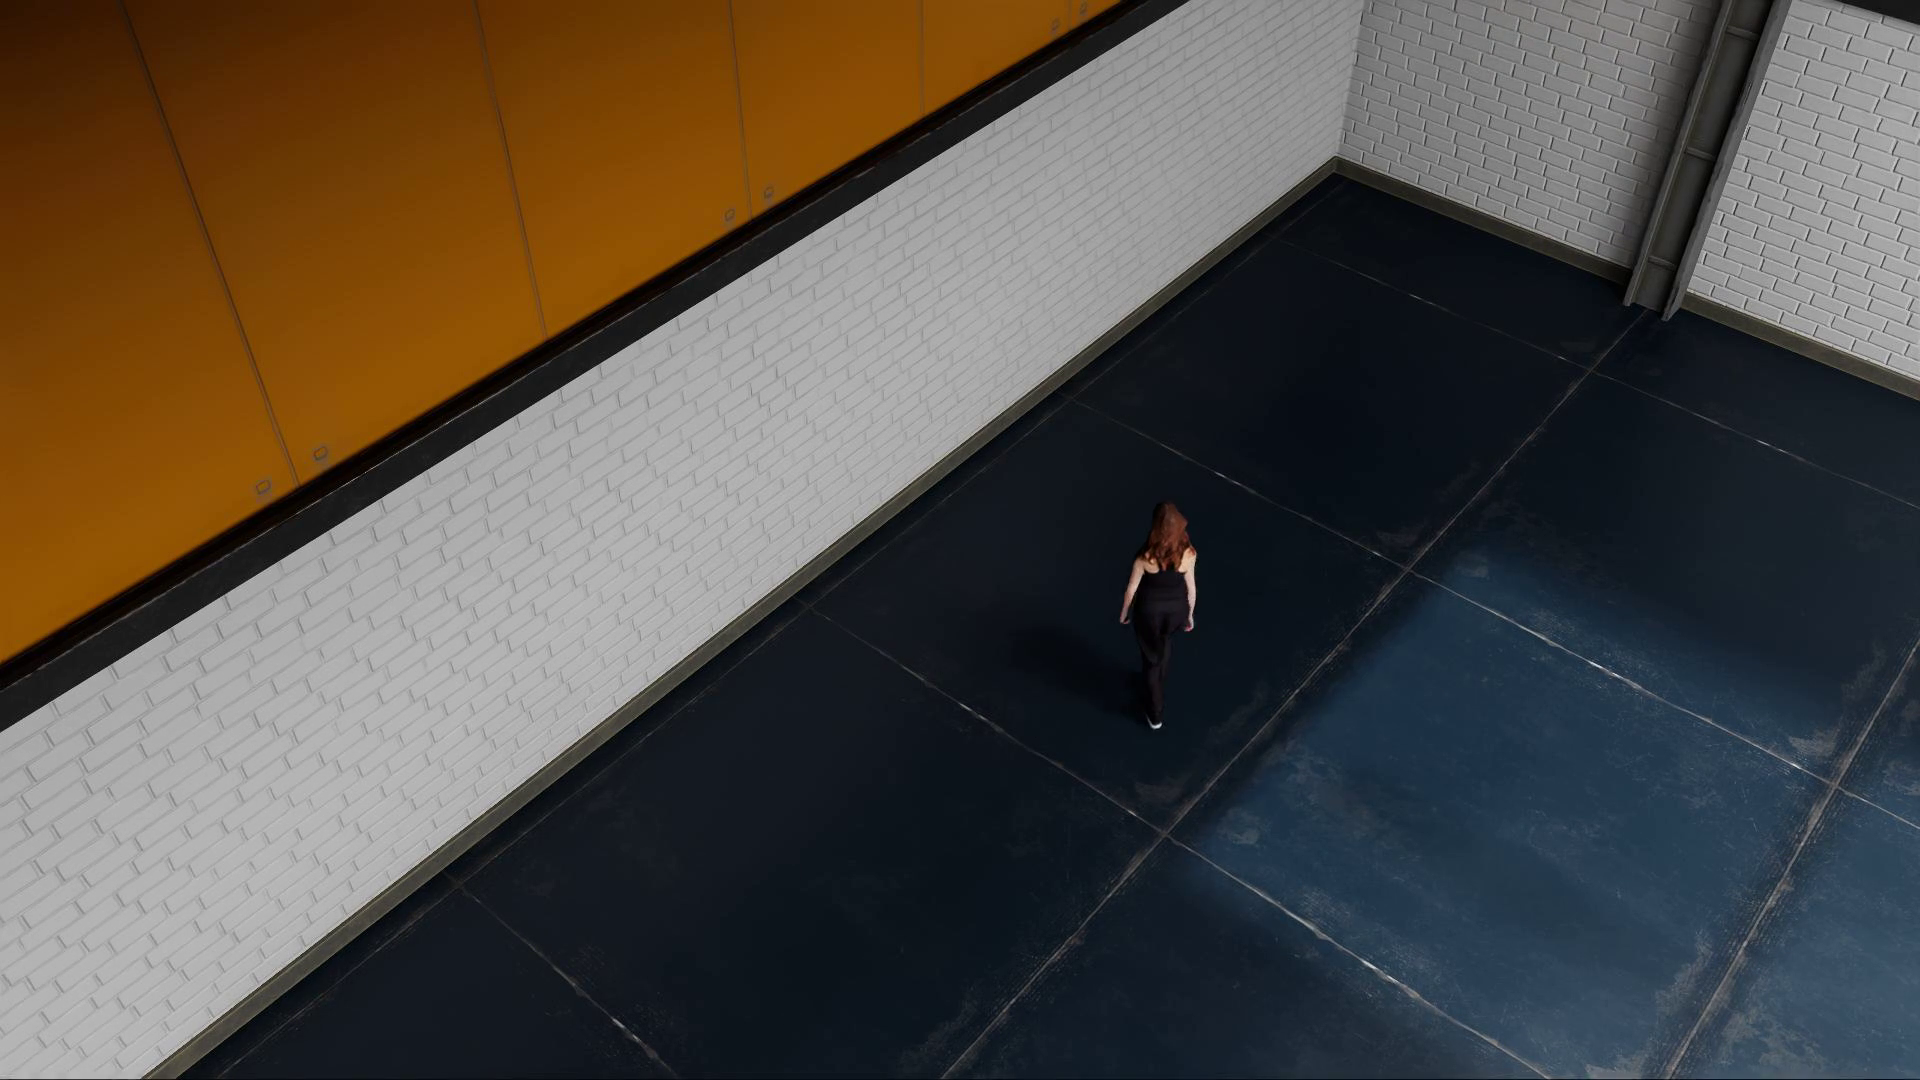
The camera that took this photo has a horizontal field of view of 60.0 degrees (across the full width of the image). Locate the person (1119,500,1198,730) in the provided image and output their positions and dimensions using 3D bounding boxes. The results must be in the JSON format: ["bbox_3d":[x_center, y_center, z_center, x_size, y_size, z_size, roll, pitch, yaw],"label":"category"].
[{"bbox_3d":[1.256,0.521,10.217,0.797,1.728,0.860,-7,44,-7],"label":"person"}]
